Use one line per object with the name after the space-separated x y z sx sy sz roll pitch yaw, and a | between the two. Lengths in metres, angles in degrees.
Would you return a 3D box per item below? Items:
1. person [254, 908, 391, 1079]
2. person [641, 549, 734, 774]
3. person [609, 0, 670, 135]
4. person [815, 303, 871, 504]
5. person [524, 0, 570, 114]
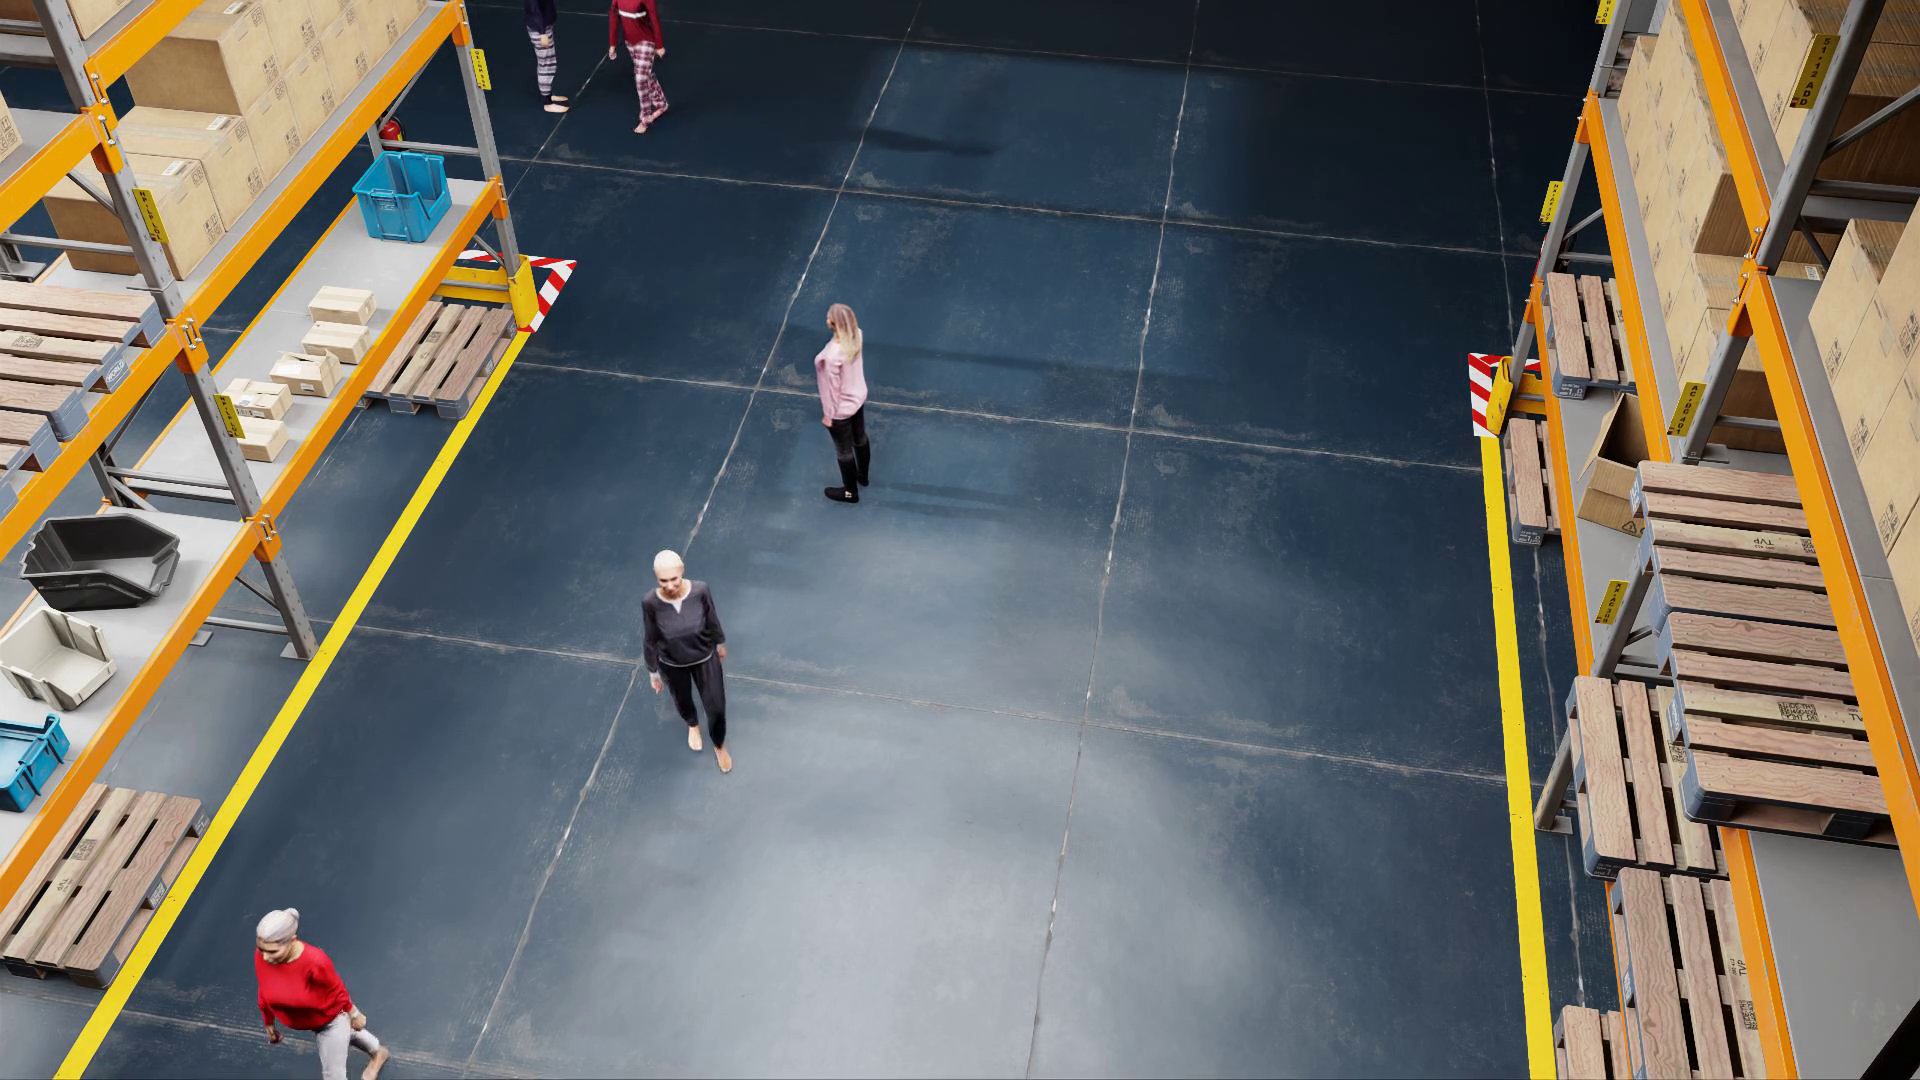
-3.178 2.323 8.382 0.612 1.665 0.991 9 44 10 | person
-1.675 0.630 10.125 0.793 1.712 0.849 -10 44 -10 | person
-2.997 -4.786 15.831 0.794 1.684 0.924 24 49 23 | person
-0.807 -0.983 11.836 0.718 1.688 0.573 19 47 19 | person
-4.039 -4.966 15.984 0.729 1.733 0.565 -6 44 -6 | person
